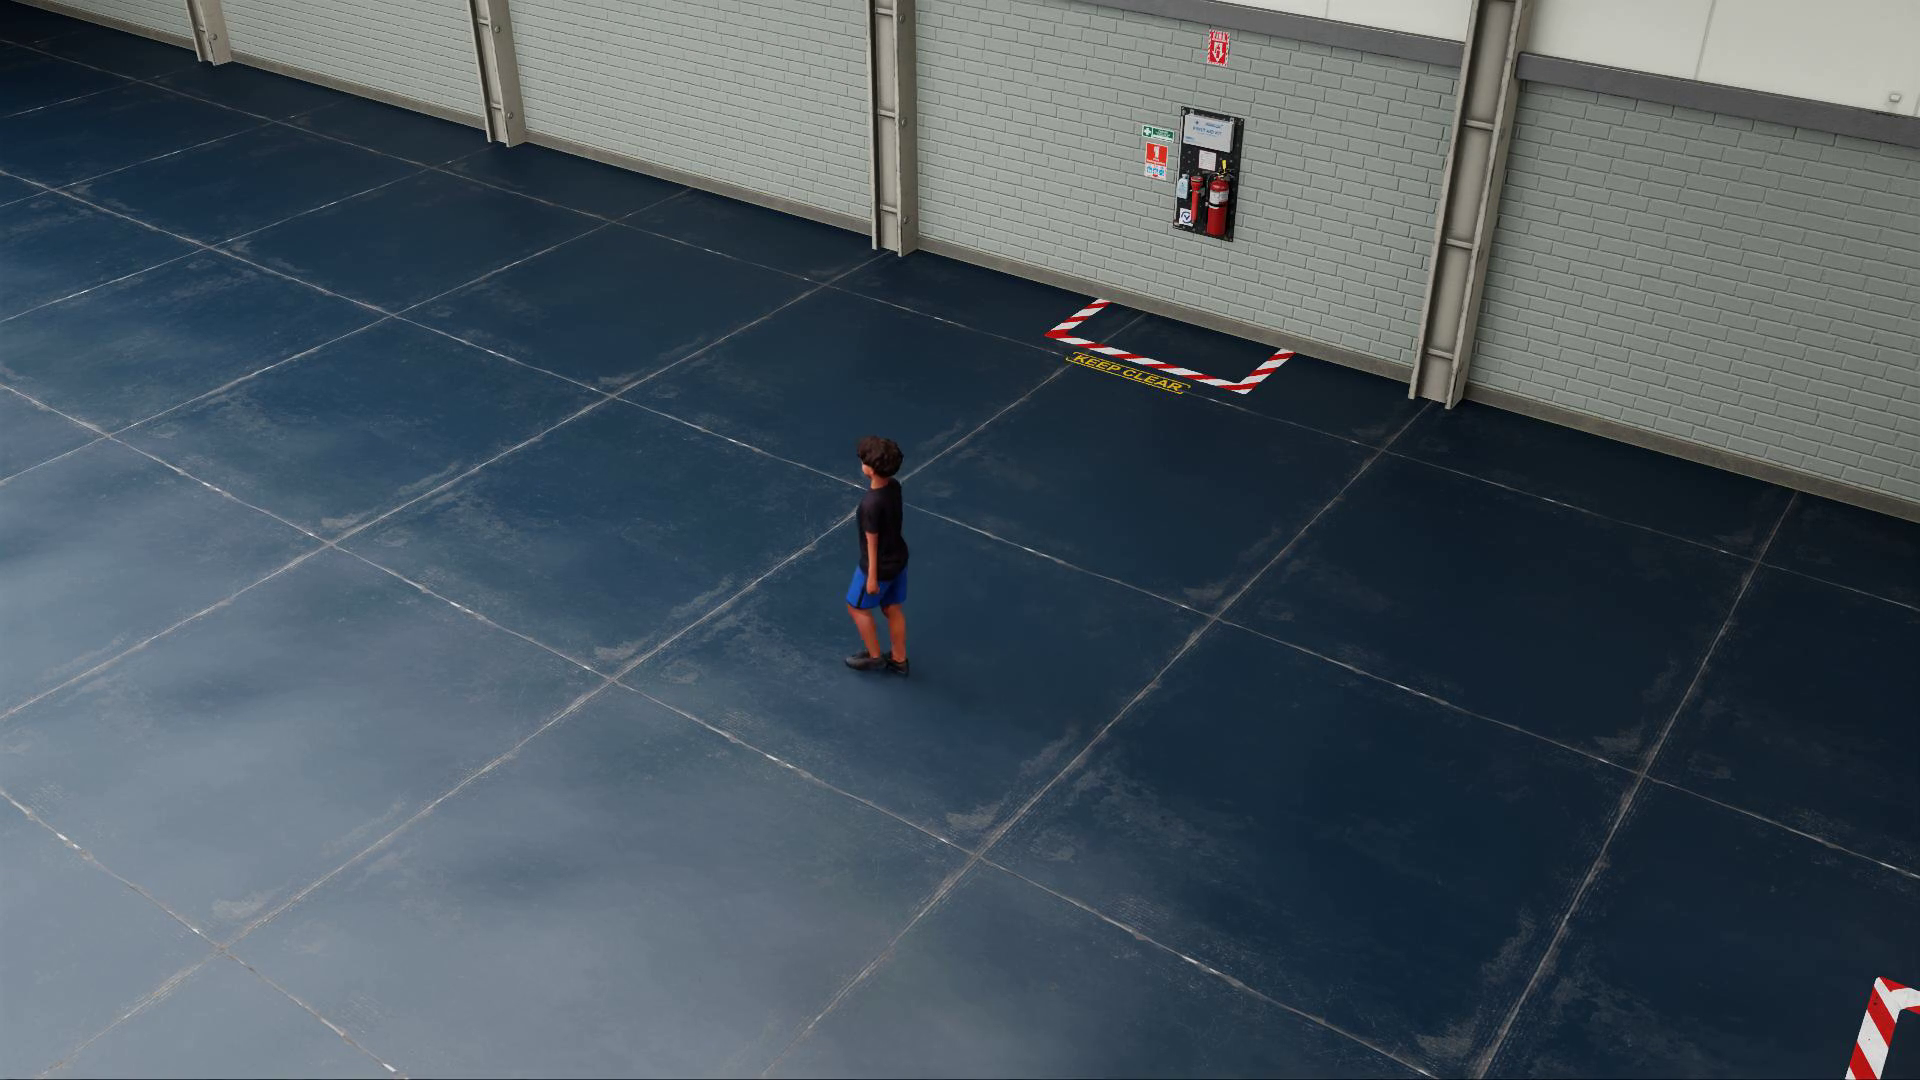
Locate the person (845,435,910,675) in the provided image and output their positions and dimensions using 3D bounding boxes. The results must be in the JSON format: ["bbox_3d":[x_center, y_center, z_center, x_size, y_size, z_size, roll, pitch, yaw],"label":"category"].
[{"bbox_3d":[-0.432,0.154,10.840,0.702,1.784,0.684,13,35,20],"label":"person"}]
